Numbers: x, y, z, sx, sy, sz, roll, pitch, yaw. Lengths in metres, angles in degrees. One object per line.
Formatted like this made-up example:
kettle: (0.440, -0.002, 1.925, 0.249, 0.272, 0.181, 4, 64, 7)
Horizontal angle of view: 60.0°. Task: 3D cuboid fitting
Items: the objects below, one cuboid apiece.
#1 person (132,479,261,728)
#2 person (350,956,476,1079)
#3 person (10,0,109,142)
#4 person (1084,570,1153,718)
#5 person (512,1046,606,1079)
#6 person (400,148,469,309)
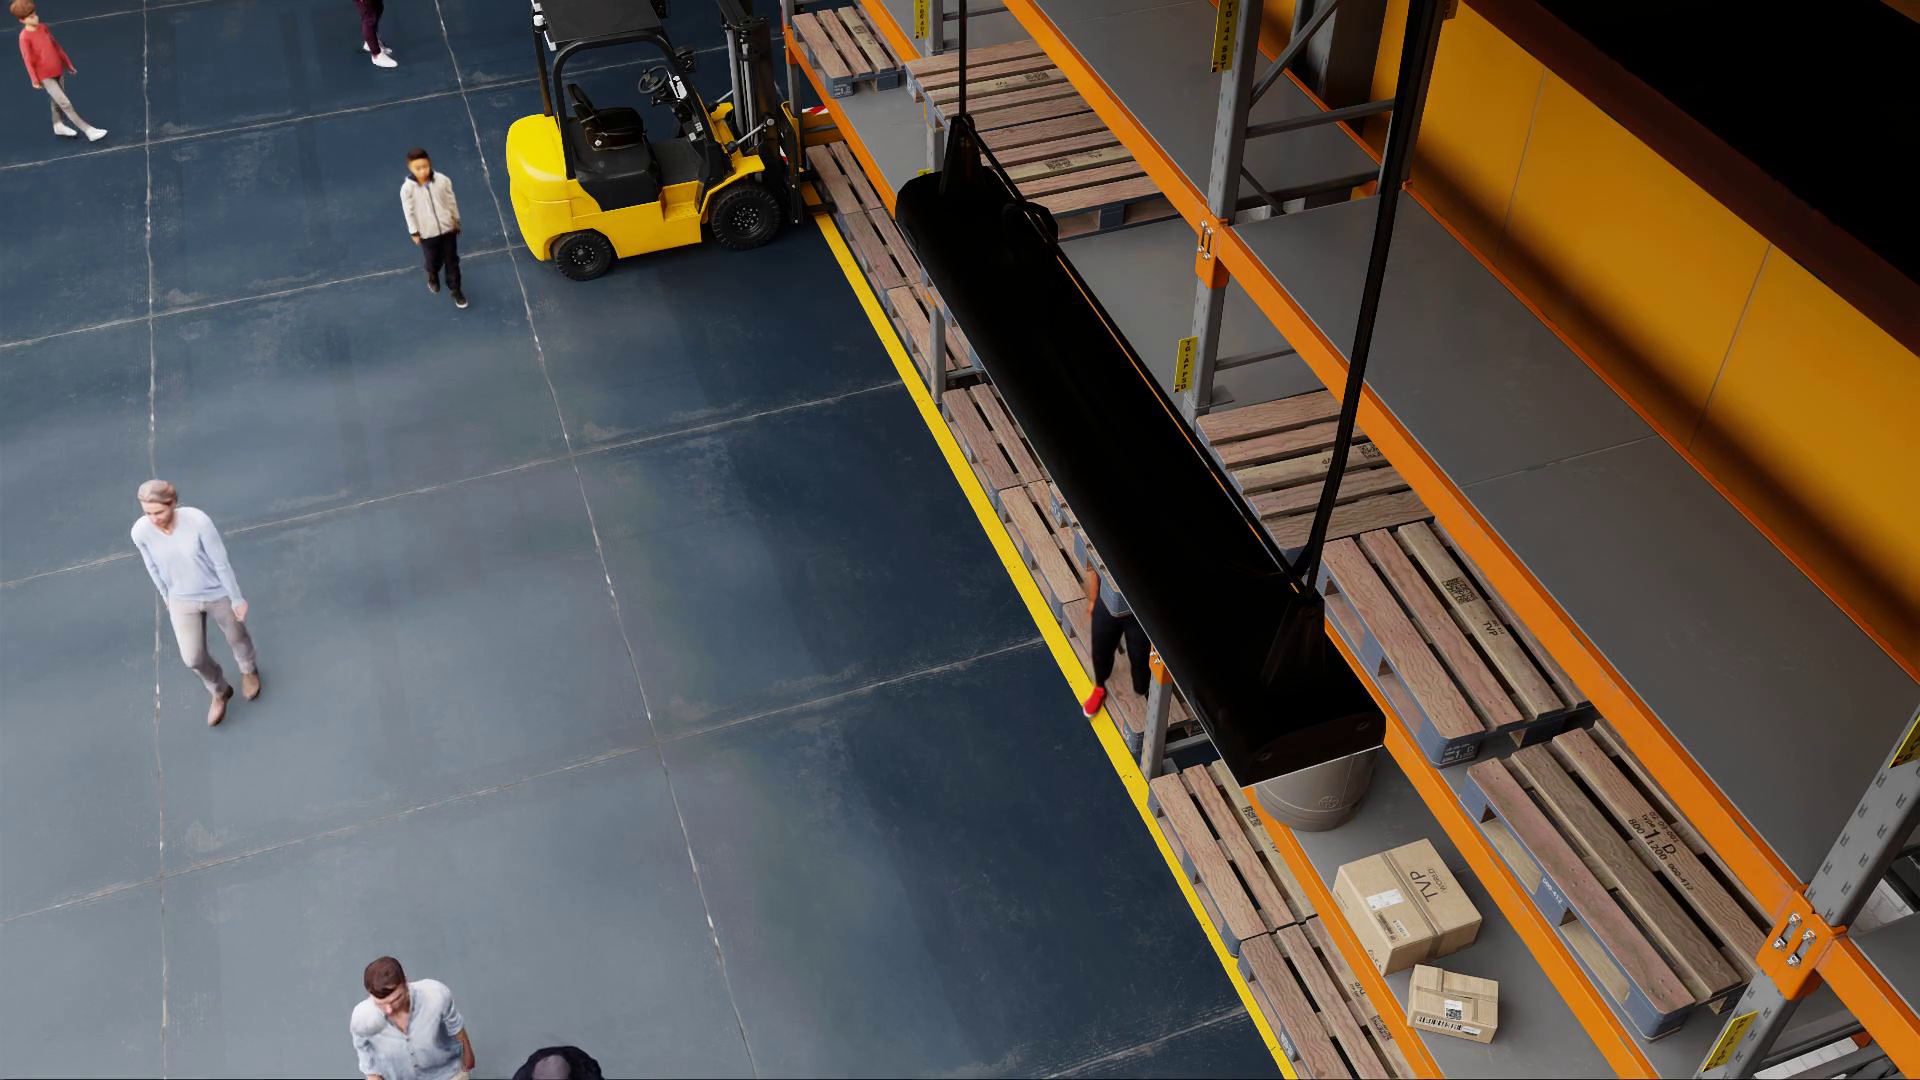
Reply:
person: (-4.711, 0.276, 10.369, 0.707, 1.875, 0.761, -10, 45, -10)
person: (-2.609, 2.495, 8.082, 0.642, 1.816, 1.157, -13, 45, -13)
person: (-8.620, -4.400, 15.627, 0.869, 1.392, 0.897, 8, 44, 9)
person: (1.036, 0.428, 10.252, 0.772, 1.814, 0.830, 17, 46, 17)
person: (-1.835, 2.857, 7.806, 0.670, 1.672, 0.640, -12, 45, -12)
person: (-4.341, -2.606, 13.705, 0.684, 1.445, 0.784, -26, 49, -25)
